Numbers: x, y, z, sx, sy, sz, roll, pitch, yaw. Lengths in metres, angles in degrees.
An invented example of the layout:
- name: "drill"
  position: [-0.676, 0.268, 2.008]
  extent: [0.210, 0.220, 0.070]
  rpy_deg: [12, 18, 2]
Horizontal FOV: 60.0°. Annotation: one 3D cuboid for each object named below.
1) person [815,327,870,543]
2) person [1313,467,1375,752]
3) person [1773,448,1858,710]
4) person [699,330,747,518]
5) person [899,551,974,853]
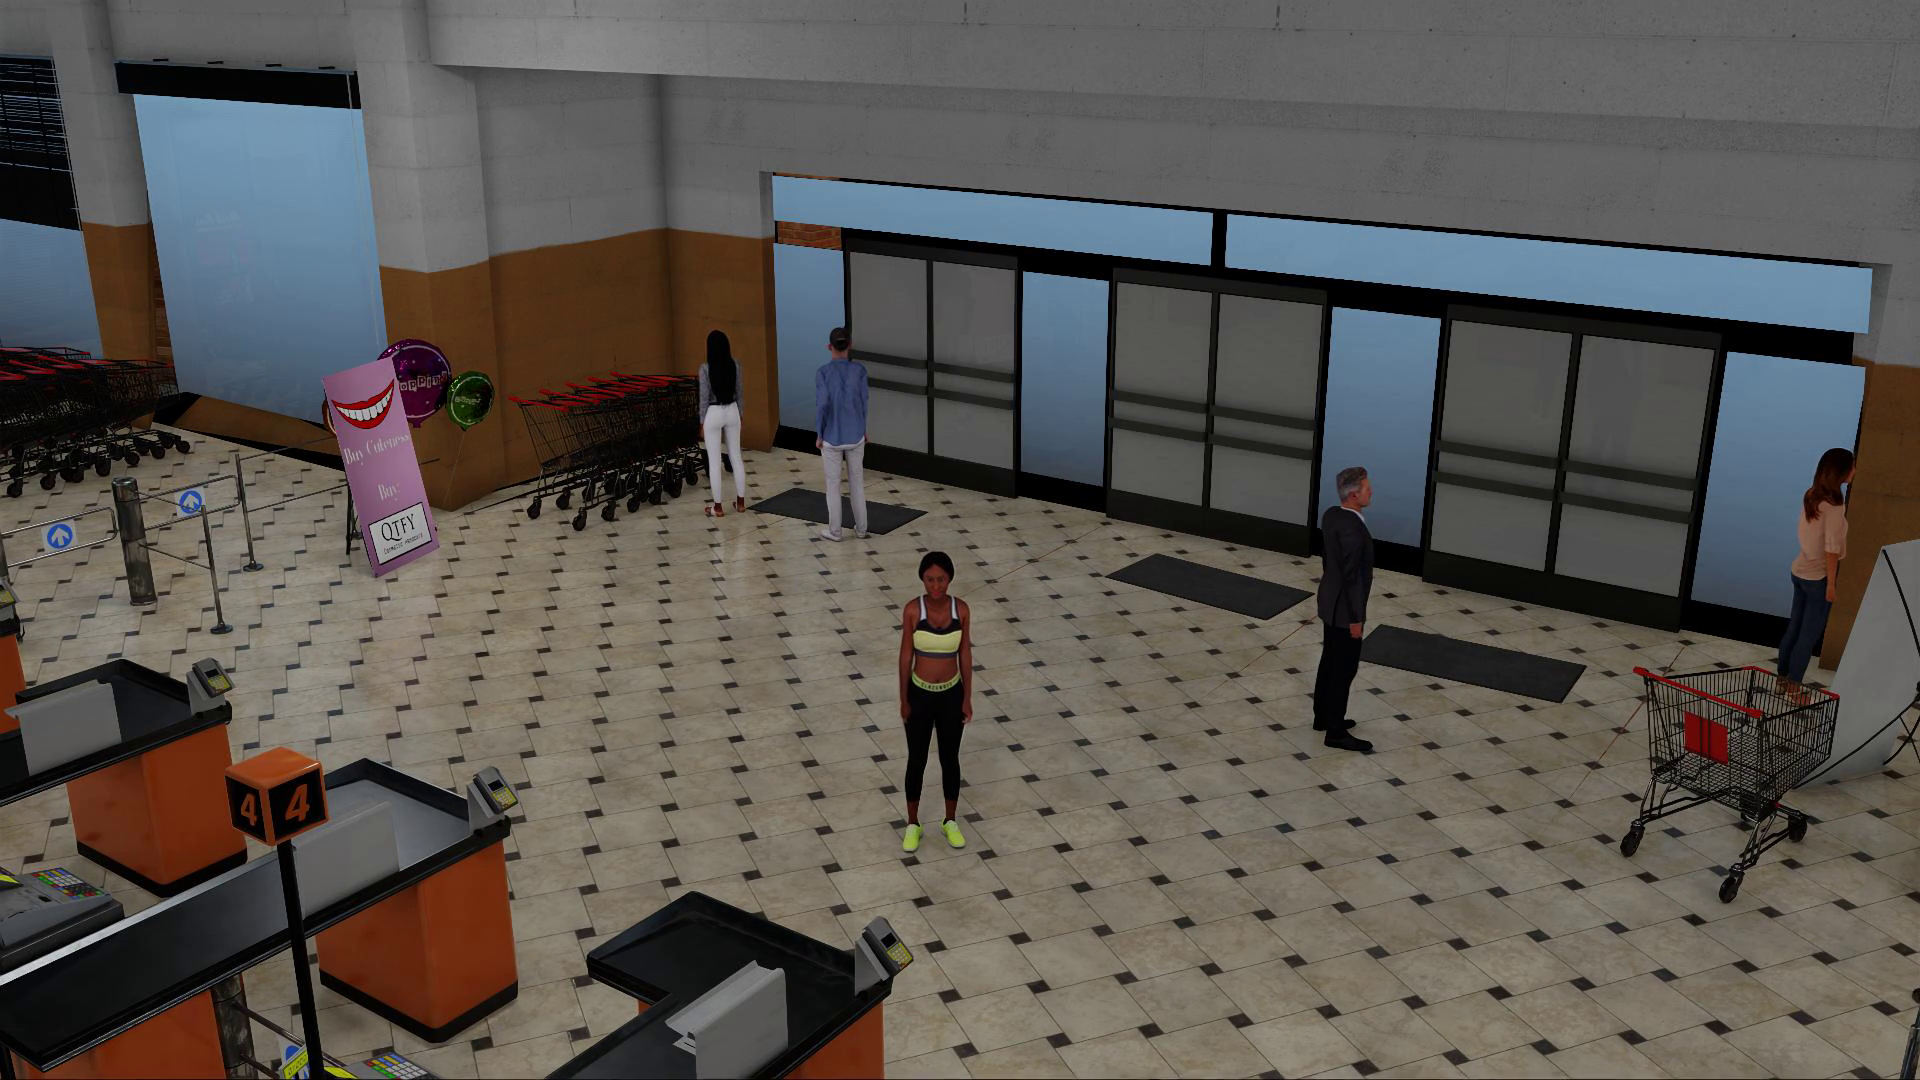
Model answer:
- name: "person"
  position: [-1.028, -0.918, 14.465]
  extent: [0.679, 1.887, 0.797]
  rpy_deg: [-8, 20, -23]
- name: "person"
  position: [2.453, 0.411, 10.596]
  extent: [0.864, 1.842, 0.774]
  rpy_deg: [-1, 19, -3]
- name: "person"
  position: [5.737, 0.243, 11.172]
  extent: [0.734, 1.792, 0.620]
  rpy_deg: [2, 19, 5]
- name: "person"
  position: [-2.174, -1.075, 15.187]
  extent: [0.590, 1.724, 0.726]
  rpy_deg: [-11, 22, -30]
- name: "person"
  position: [-0.142, 0.890, 9.311]
  extent: [0.640, 1.755, 0.693]
  rpy_deg: [-2, 19, -7]
